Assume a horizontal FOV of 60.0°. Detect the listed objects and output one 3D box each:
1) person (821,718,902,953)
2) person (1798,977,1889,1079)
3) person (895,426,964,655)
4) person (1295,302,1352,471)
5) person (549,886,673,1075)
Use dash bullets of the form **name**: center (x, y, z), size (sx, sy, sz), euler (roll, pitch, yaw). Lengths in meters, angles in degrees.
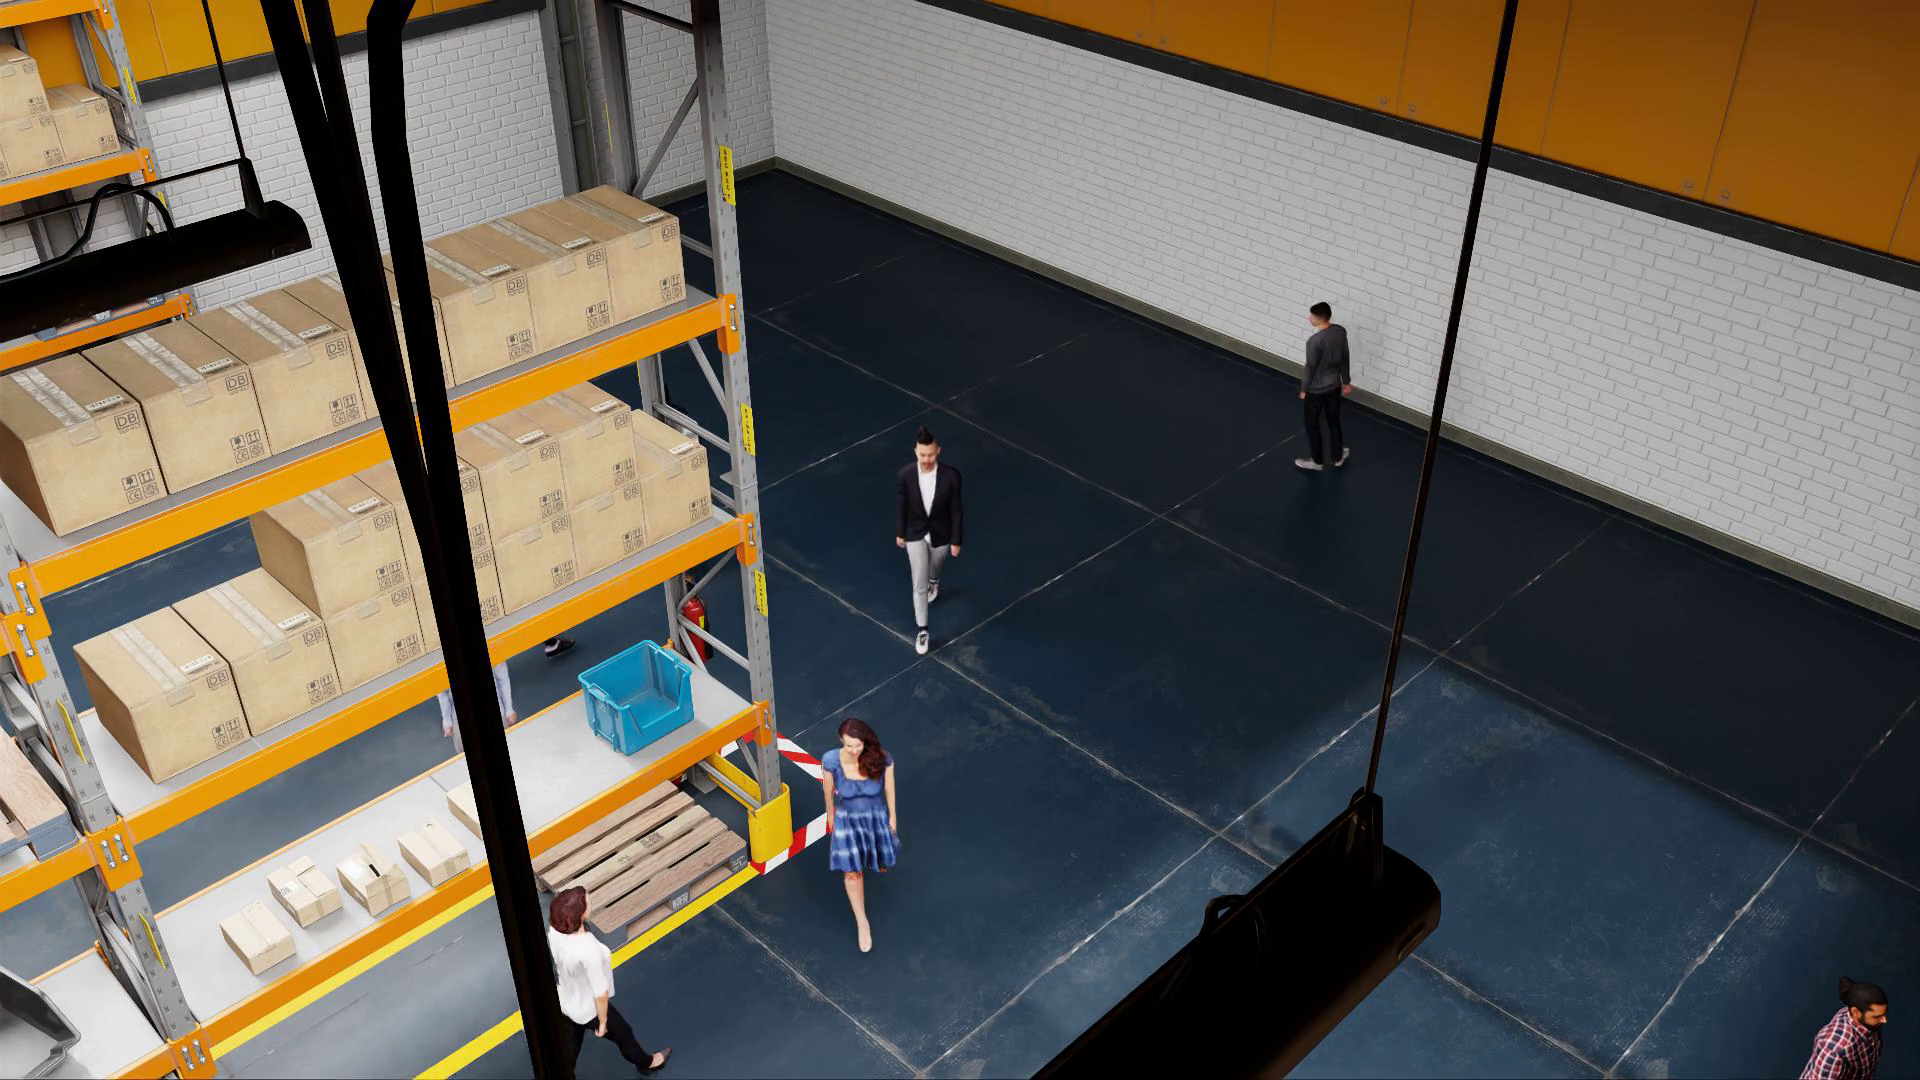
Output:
- **person**: center (-0.634, 1.836, 10.830), size (1.024, 1.787, 1.053), euler (-2, 34, -3)
- **person**: center (4.716, 3.039, 9.044), size (0.752, 1.761, 0.509), euler (28, 43, 35)
- **person**: center (-0.240, -0.133, 13.686), size (1.272, 1.906, 1.326), euler (0, 34, 0)
- **person**: center (3.519, -1.453, 15.822), size (0.624, 1.740, 0.930), euler (-11, 35, -16)
- **person**: center (-2.220, 2.734, 9.507), size (0.684, 1.757, 1.043), euler (23, 40, 31)
